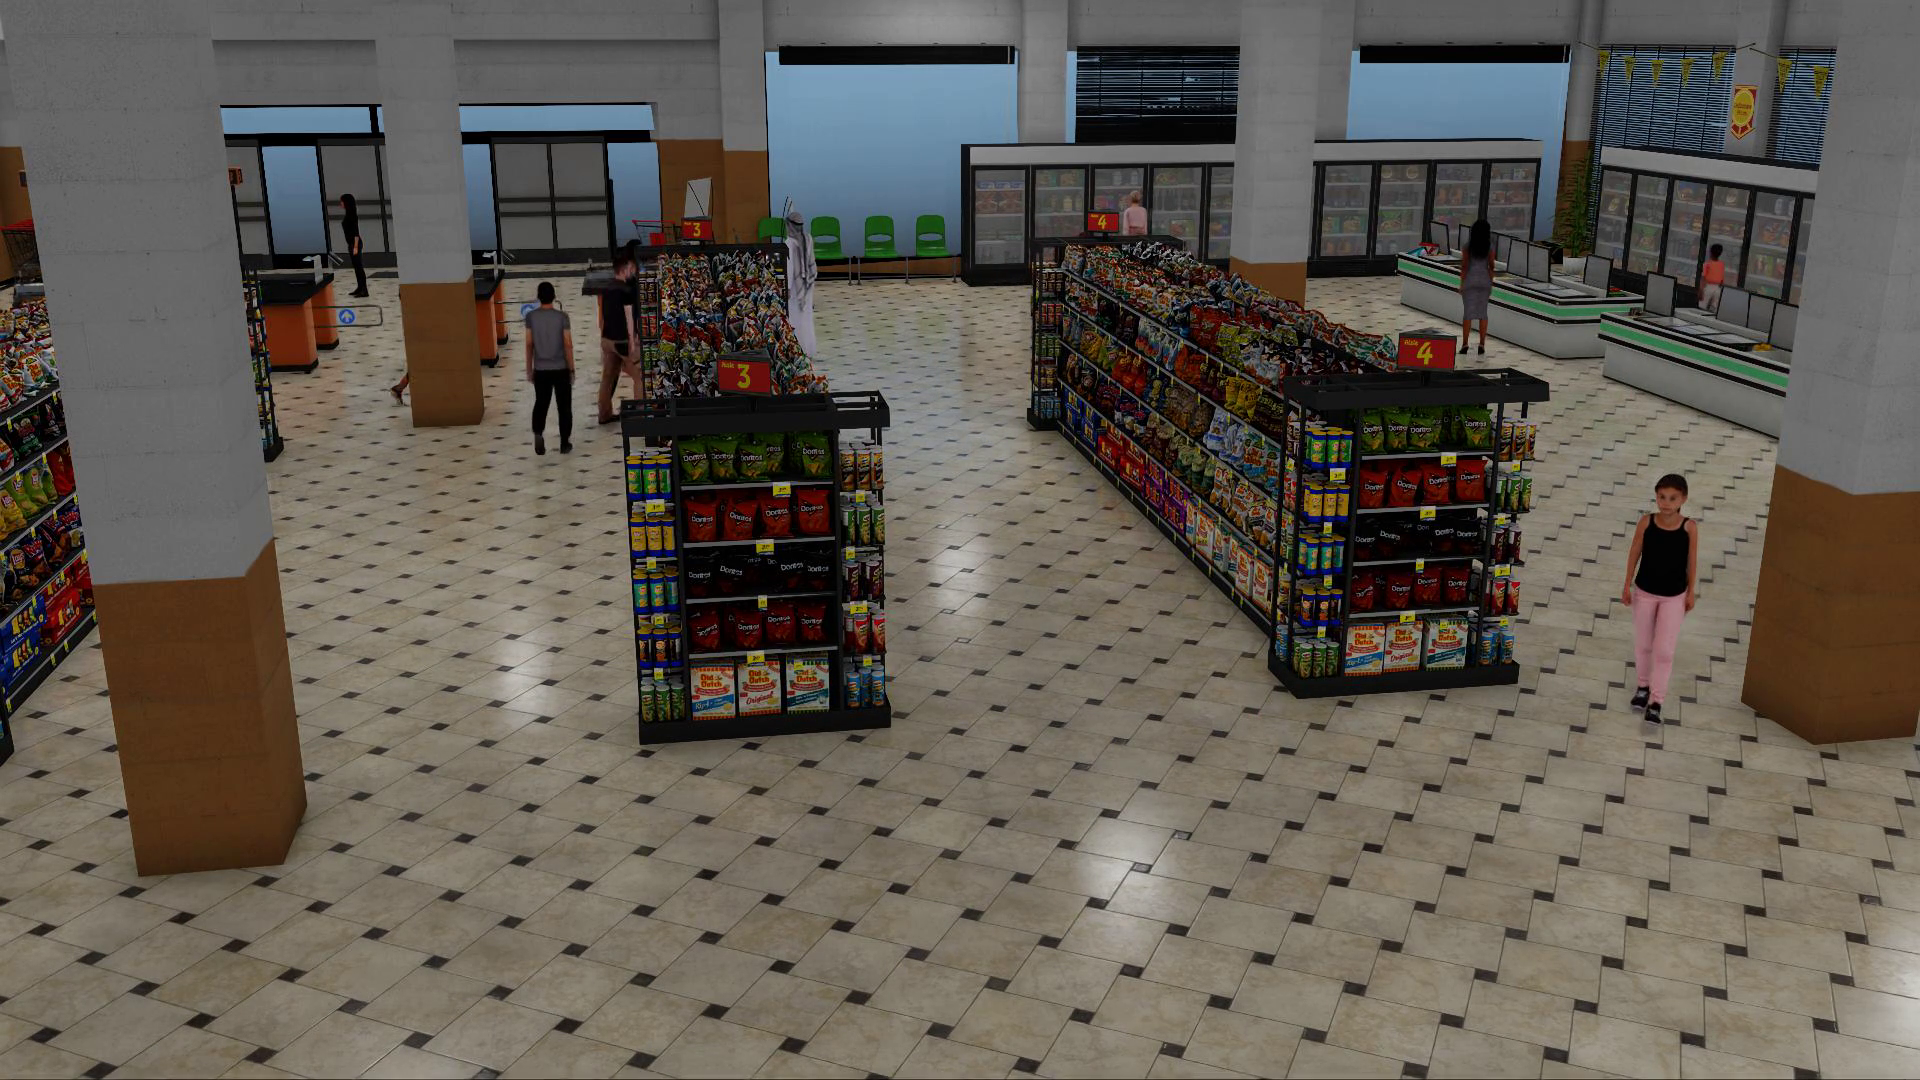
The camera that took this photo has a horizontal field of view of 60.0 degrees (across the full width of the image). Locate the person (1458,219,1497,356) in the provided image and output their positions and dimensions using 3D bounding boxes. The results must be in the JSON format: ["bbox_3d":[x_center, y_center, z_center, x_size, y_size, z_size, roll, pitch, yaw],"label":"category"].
[{"bbox_3d":[6.804,-3.329,21.897,0.649,1.781,0.630,3,17,10],"label":"person"}]

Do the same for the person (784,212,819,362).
[{"bbox_3d":[-2.073,-3.243,21.364,0.880,1.926,0.808,10,20,30],"label":"person"}]

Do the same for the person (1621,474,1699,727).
[{"bbox_3d":[4.320,0.336,10.250,0.877,1.535,0.971,9,19,29],"label":"person"}]

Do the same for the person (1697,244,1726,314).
[{"bbox_3d":[10.477,-3.453,23.141,0.518,1.296,0.771,-2,17,-6],"label":"person"}]

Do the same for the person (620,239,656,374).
[{"bbox_3d":[-3.985,-2.798,20.291,0.860,1.697,0.947,-9,19,-28],"label":"person"}]

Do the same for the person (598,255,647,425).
[{"bbox_3d":[-3.731,-2.122,17.875,0.985,1.808,1.015,15,23,41],"label":"person"}]

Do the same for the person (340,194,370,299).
[{"bbox_3d":[-9.768,-4.757,26.841,0.715,1.641,0.573,-10,20,-31],"label":"person"}]

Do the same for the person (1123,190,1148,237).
[{"bbox_3d":[2.834,-4.811,26.933,0.621,1.690,0.614,-6,18,-19],"label":"person"}]

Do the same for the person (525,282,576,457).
[{"bbox_3d":[-4.068,-1.673,16.517,0.699,1.738,0.946,-1,17,-2],"label":"person"}]

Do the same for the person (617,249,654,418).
[{"bbox_3d":[-3.550,-2.298,18.404,0.919,1.838,0.875,-13,21,-36],"label":"person"}]
